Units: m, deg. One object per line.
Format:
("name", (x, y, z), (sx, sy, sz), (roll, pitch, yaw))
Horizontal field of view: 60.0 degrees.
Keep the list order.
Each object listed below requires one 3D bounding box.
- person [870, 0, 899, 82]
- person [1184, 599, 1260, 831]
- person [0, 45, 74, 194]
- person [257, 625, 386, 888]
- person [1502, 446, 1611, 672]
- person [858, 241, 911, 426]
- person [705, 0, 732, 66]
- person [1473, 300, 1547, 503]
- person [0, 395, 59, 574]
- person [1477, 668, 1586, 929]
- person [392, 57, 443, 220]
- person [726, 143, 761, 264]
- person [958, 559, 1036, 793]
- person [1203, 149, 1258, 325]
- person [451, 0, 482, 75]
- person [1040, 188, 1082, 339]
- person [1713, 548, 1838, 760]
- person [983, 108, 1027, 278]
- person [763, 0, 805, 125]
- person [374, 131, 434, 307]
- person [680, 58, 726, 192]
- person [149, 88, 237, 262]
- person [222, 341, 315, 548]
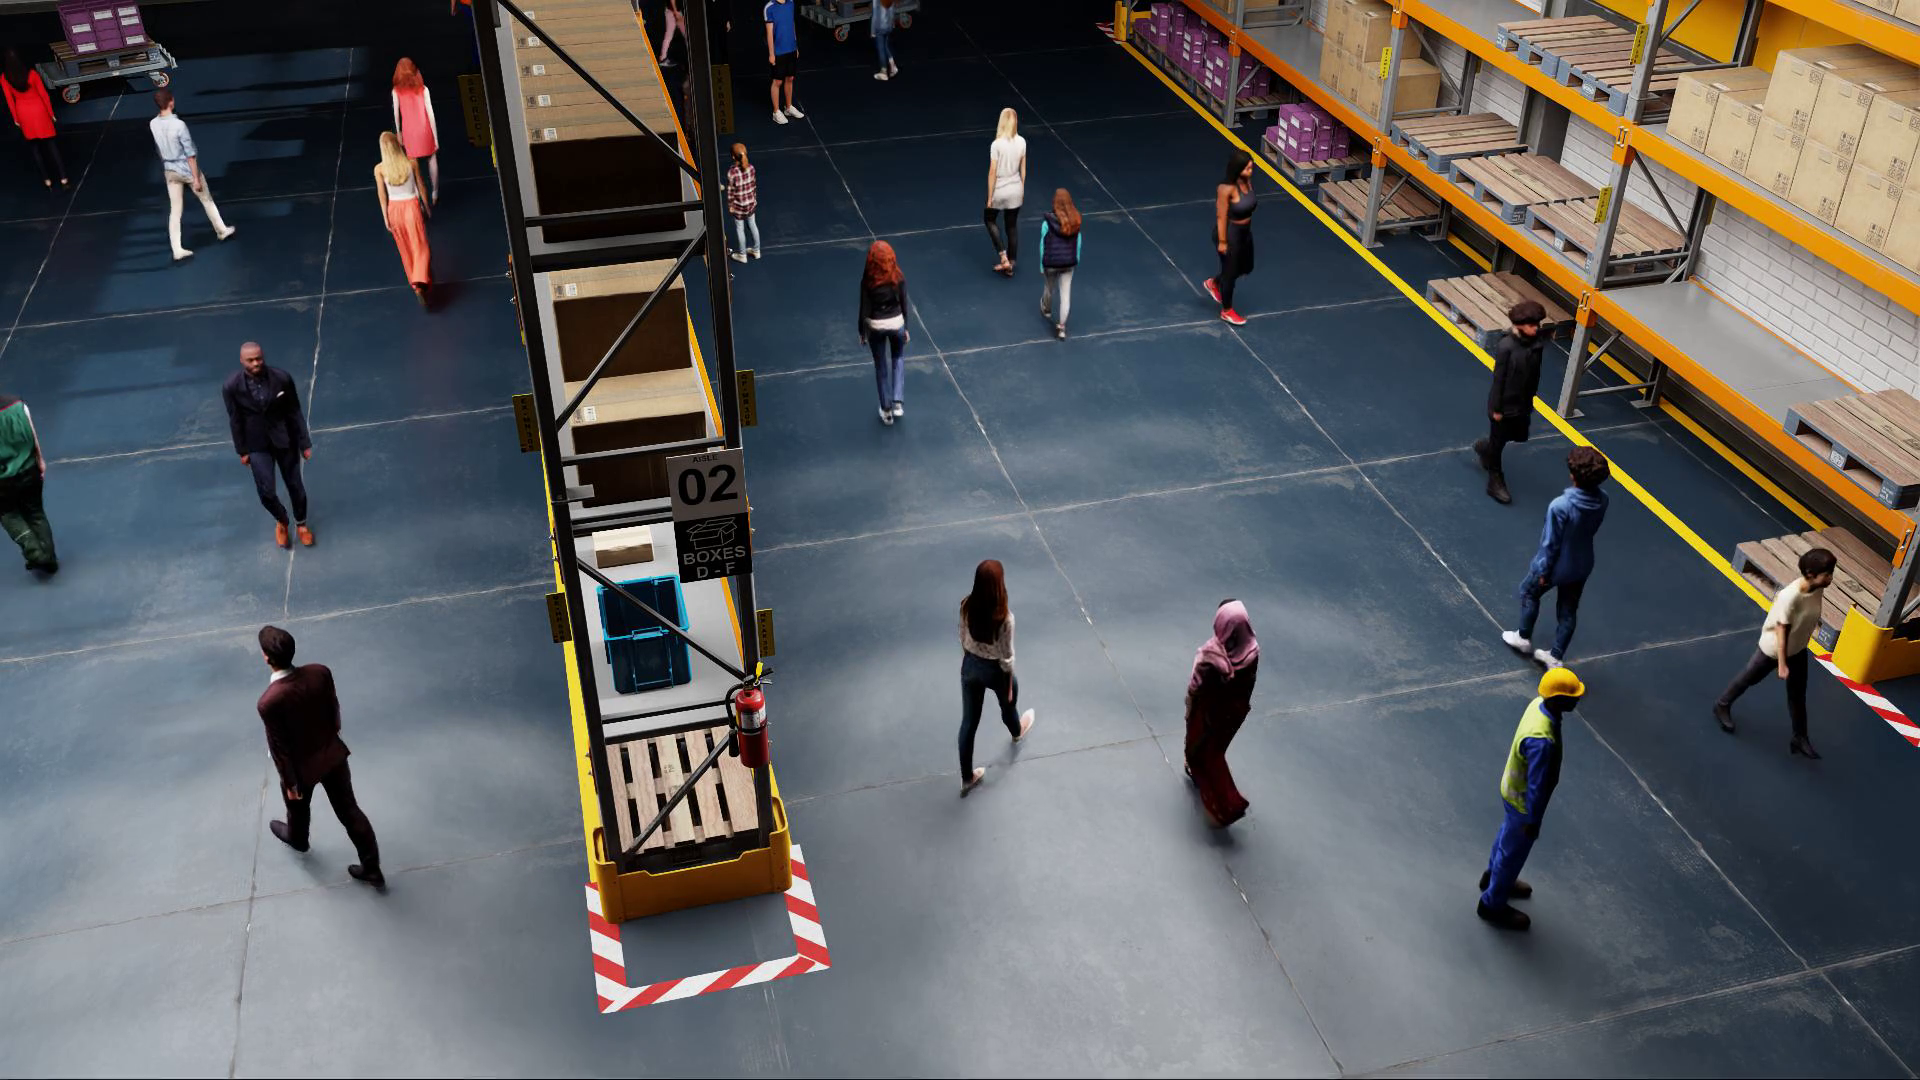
("person", (-1.011, -7.062, 22.949), (0.767, 1.471, 0.716), (24, 40, 31))
("person", (1.671, 1.102, 10.539), (0.731, 1.614, 1.010), (-14, 36, -20))
("person", (-10.850, -4.936, 19.502), (0.605, 1.747, 0.601), (-9, 35, -14))
("person", (-3.820, 1.355, 9.975), (1.291, 1.817, 1.172), (22, 39, 29))
("person", (4.316, 0.195, 11.743), (0.684, 1.792, 0.753), (-9, 35, -14))
("person", (-0.642, -1.793, 14.738), (0.604, 1.786, 0.596), (-7, 34, -11))
("person", (-3.352, -7.083, 22.768), (0.624, 1.707, 0.545), (-6, 34, -10))
("person", (4.552, -1.206, 13.876), (0.682, 1.764, 0.906), (-13, 36, -18))
("person", (-7.248, -0.500, 12.756), (0.840, 1.827, 0.798), (27, 42, 34))
("person", (3.338, 1.485, 9.784), (0.813, 1.812, 0.721), (13, 36, 18))
("person", (-6.139, -4.496, 18.804), (0.675, 1.788, 1.171), (-6, 34, -9))
("person", (-2.338, -3.651, 17.969), (0.596, 1.303, 0.613), (-26, 42, -33))
("person", (0.129, 0.910, 10.758), (1.050, 1.691, 1.113), (17, 37, 24))
("person", (2.654, -3.058, 16.626), (0.988, 1.803, 0.909), (25, 41, 32))
("person", (-6.775, -7.537, 23.316), (1.079, 1.857, 1.188), (13, 36, 19))
("person", (0.997, -2.703, 16.396), (0.642, 1.467, 0.929), (-5, 34, -8))
("person", (5.460, 0.706, 11.193), (0.756, 1.549, 1.059), (-16, 37, -23))
("person", (0.530, -3.583, 17.405), (0.706, 1.815, 0.705), (-17, 37, -24))
("person", (-2.305, -6.378, 21.565), (0.770, 1.866, 0.751), (25, 41, 33))
("person", (-5.623, -3.238, 16.919), (0.658, 1.778, 1.088), (-7, 34, -10))
("person", (-3.091, -4.853, 19.457), (0.737, 1.659, 0.672), (-18, 38, -26))
("person", (-8.423, -3.888, 17.879), (1.044, 1.800, 1.301), (8, 34, 12))
("person", (-5.463, -0.786, 13.206), (0.763, 1.806, 0.720), (-14, 36, -20))
